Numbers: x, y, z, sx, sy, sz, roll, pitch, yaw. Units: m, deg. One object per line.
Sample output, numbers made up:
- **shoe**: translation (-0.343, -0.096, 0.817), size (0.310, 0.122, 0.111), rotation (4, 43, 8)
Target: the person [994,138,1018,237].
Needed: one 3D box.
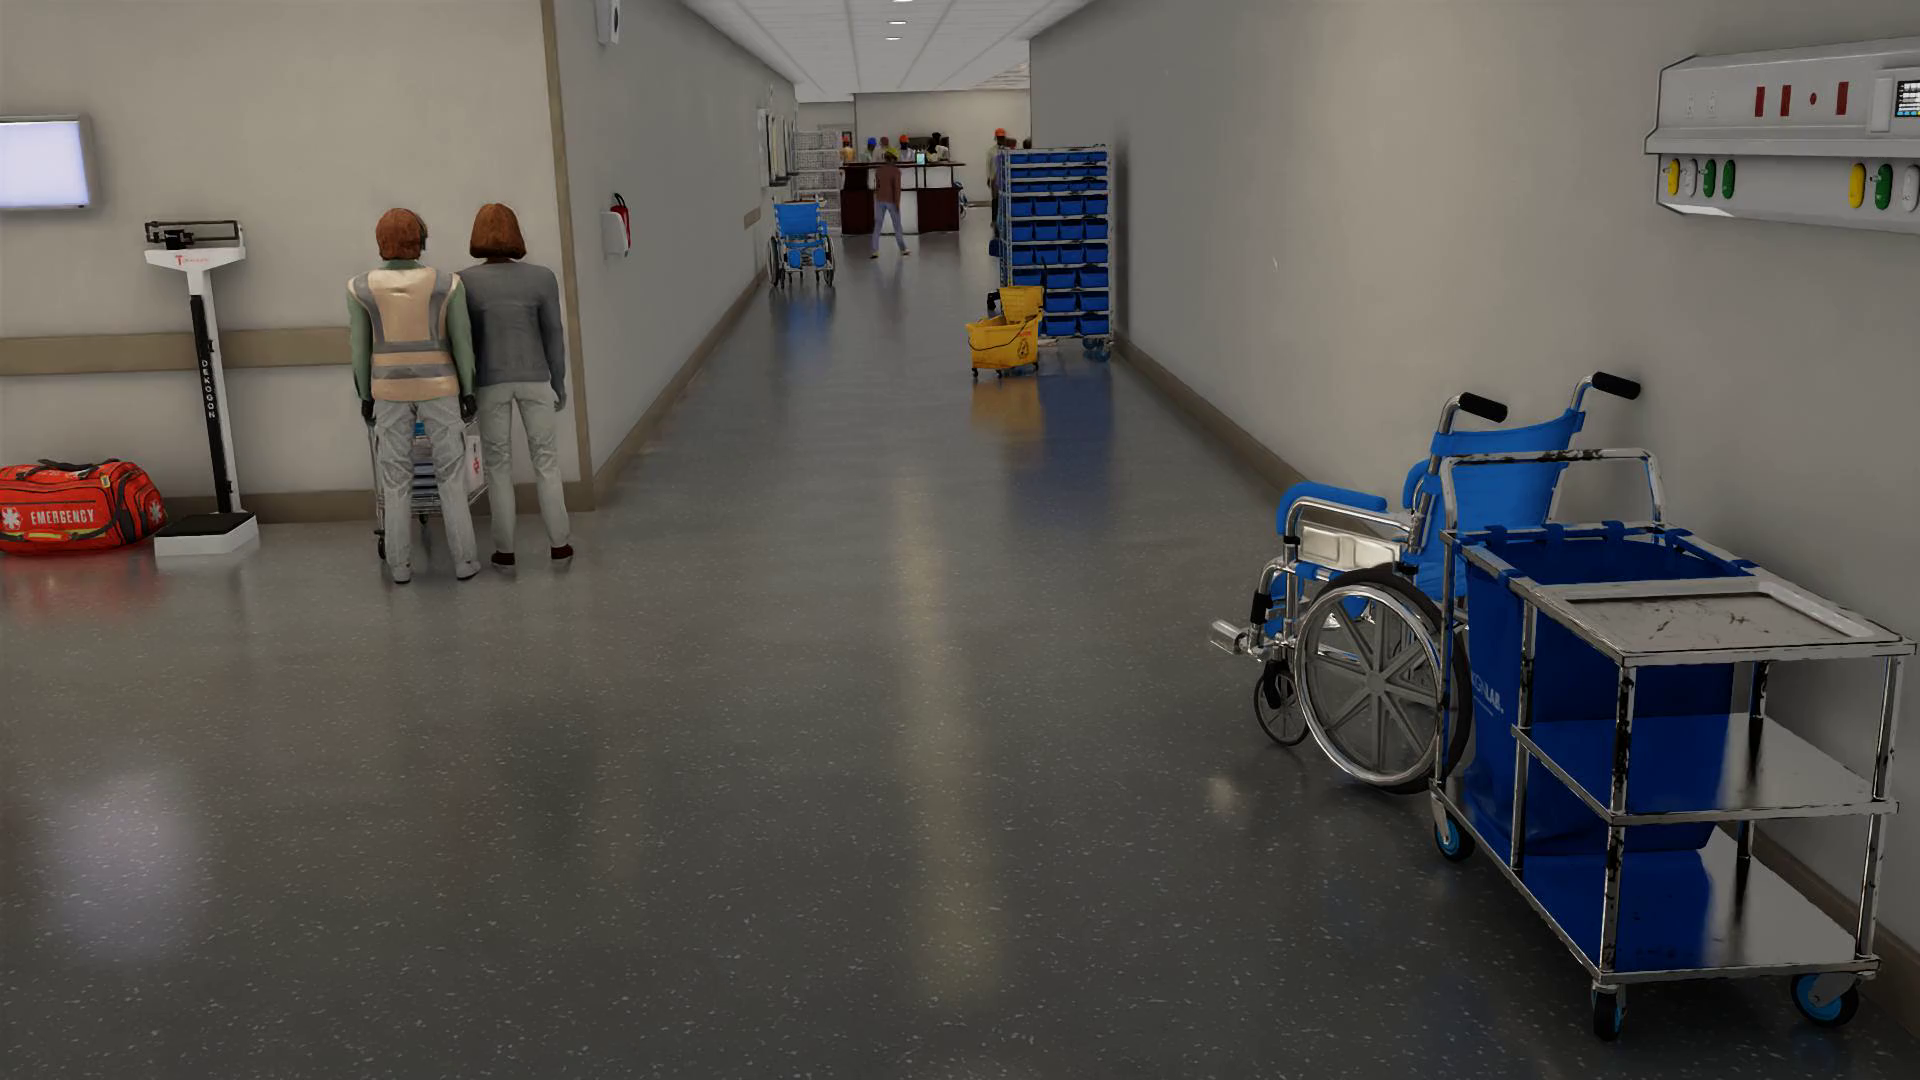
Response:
- **person**: translation (0.843, -6.520, 30.800), size (0.610, 1.806, 0.847), rotation (10, 18, 40)

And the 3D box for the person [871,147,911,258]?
- **person**: translation (-1.144, -5.343, 26.369), size (0.552, 1.710, 0.853), rotation (6, 16, 30)

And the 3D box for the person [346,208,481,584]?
- **person**: translation (-2.368, -0.614, 7.249), size (0.517, 1.632, 0.314), rotation (-4, 14, -8)

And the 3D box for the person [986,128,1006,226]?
- **person**: translation (0.844, -7.488, 34.351), size (0.612, 1.995, 0.381), rotation (0, 14, 6)

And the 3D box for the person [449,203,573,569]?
- **person**: translation (-2.015, -0.681, 7.469), size (0.501, 1.633, 0.286), rotation (-5, 14, -15)

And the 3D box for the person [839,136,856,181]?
- **person**: translation (-3.405, -11.254, 50.458), size (0.549, 1.934, 0.374), rotation (-9, 16, -29)

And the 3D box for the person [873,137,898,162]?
- **person**: translation (-1.875, -8.911, 40.735), size (0.663, 1.885, 0.699), rotation (-8, 15, -24)

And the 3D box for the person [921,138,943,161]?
- **person**: translation (-0.624, -8.204, 37.815), size (0.628, 1.836, 0.429), rotation (-10, 16, -31)

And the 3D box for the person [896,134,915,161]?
- **person**: translation (-1.345, -8.940, 40.727), size (0.545, 1.931, 0.380), rotation (-5, 14, -12)

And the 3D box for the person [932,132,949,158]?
- **person**: translation (-0.582, -9.166, 41.488), size (0.660, 1.959, 0.382), rotation (-4, 14, -11)
